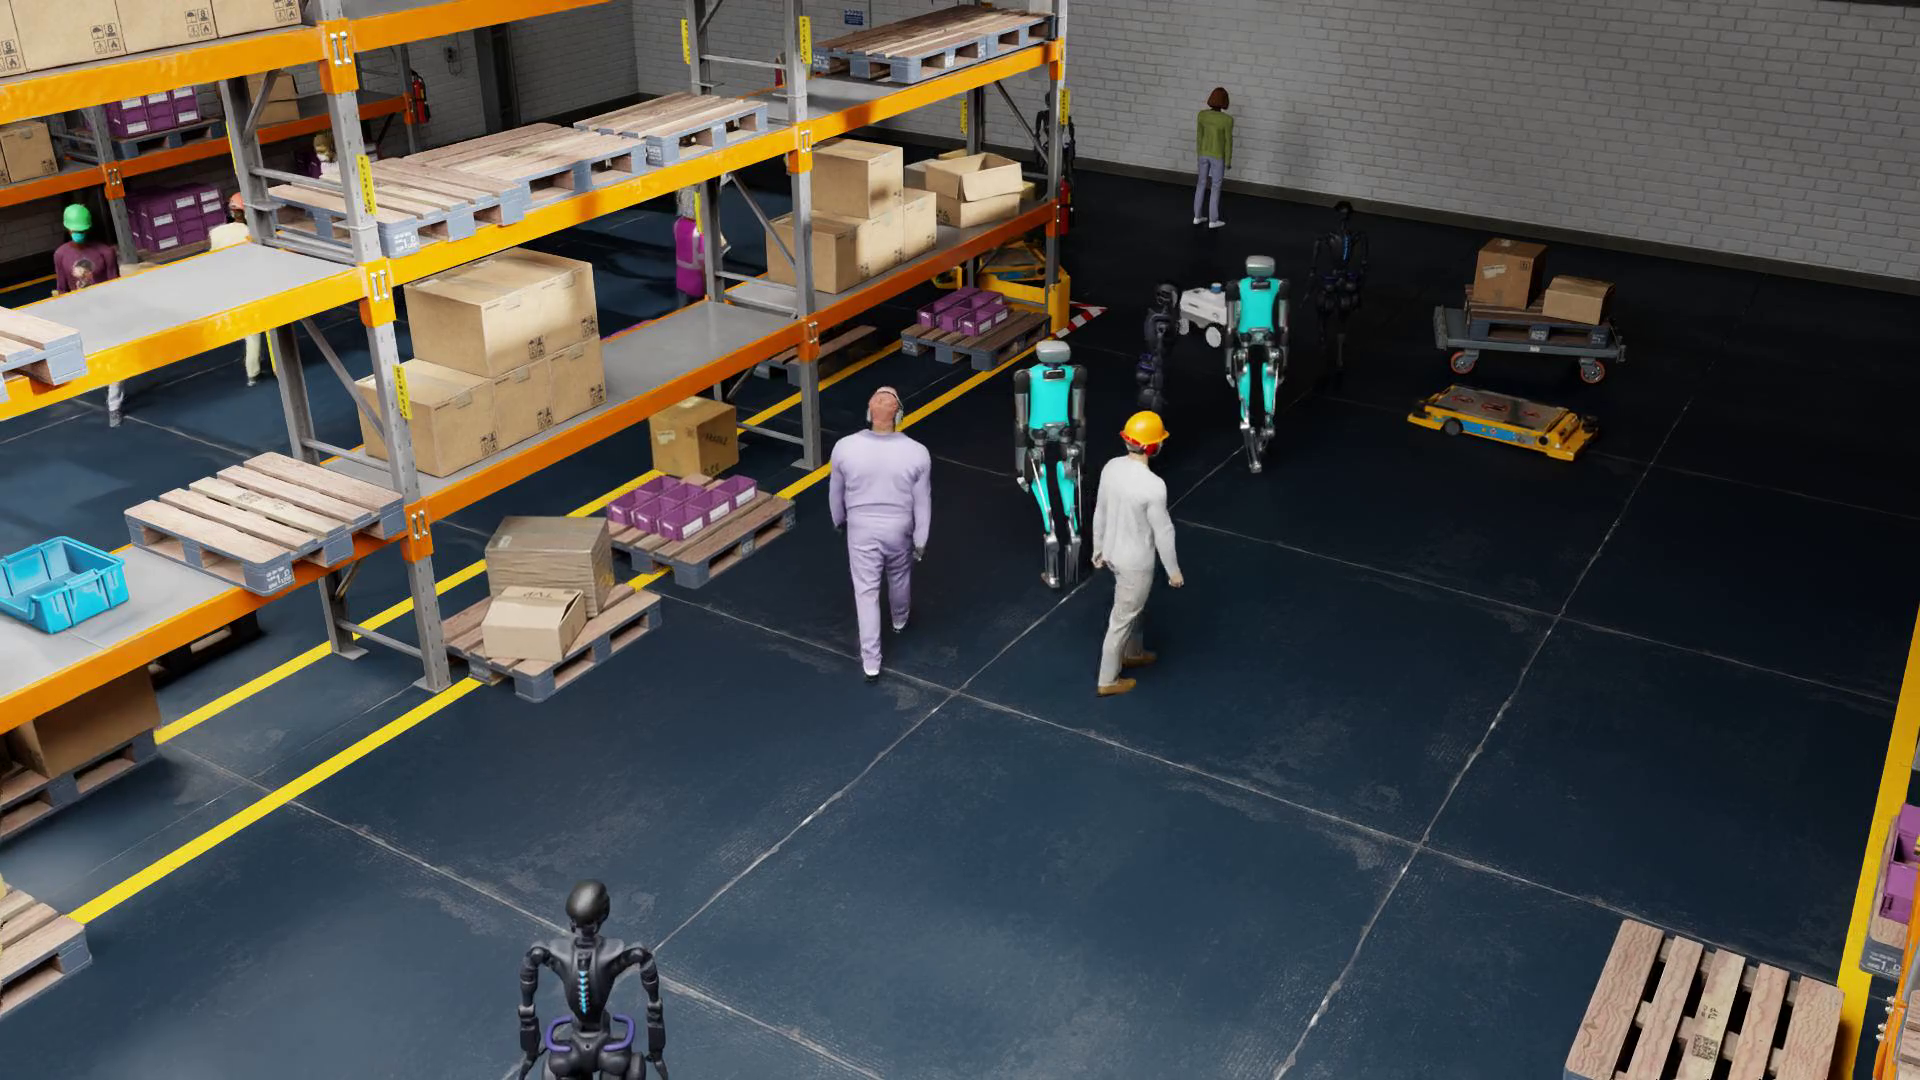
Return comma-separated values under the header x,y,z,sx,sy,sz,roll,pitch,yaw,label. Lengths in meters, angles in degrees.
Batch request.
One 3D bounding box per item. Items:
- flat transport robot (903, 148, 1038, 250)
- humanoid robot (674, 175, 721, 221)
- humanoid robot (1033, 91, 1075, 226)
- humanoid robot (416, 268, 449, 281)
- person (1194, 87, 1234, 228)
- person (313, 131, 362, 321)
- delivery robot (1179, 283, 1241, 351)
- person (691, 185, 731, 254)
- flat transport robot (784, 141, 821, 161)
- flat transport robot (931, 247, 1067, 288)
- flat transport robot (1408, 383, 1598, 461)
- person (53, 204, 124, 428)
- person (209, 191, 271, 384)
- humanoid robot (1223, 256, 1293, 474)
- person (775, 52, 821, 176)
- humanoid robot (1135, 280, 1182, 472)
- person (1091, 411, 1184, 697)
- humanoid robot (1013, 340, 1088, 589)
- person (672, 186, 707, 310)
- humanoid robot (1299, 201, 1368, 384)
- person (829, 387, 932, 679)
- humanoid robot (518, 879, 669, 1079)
x,y,z,sx,sy,sz,roll,pitch,yaw,label
0.141,-3.520,19.135,1.431,0.231,0.659,22,34,36,flat transport robot
-2.835,-3.476,17.487,0.539,1.829,0.741,8,28,15,humanoid robot
1.139,-4.444,19.411,0.587,1.635,0.445,18,32,31,humanoid robot
-5.251,-2.879,16.299,0.599,1.657,0.315,10,29,19,humanoid robot
2.981,-4.497,19.560,0.492,1.624,0.280,21,34,35,person
-6.079,-3.123,16.545,0.548,1.902,0.651,-23,35,-37,person
2.495,-2.195,16.219,0.499,0.606,0.807,-19,33,-33,delivery robot
-2.819,-3.814,18.079,0.471,1.736,0.592,1,27,2,person
-1.597,-5.135,22.316,1.431,0.231,0.659,16,31,29,flat transport robot
0.386,-2.940,17.991,1.431,0.231,0.659,-6,27,-11,flat transport robot
4.637,-1.021,14.209,1.431,0.231,0.659,18,32,31,flat transport robot
-7.385,-1.949,14.211,0.530,1.927,0.624,-7,28,-14,person
-6.451,-2.323,15.166,0.573,1.716,0.673,7,28,13,person
2.365,-1.335,13.193,0.530,1.742,0.960,0,27,0,humanoid robot
-2.084,-5.669,21.646,0.623,1.838,0.431,-4,27,-8,person
1.471,-1.251,13.114,0.469,1.648,0.614,4,27,8,humanoid robot
1.134,0.080,10.271,0.732,1.870,0.563,-14,30,-26,person
0.684,-0.388,11.459,0.544,1.875,0.766,-8,28,-15,humanoid robot
-2.336,-2.352,15.148,0.518,1.791,1.005,19,32,32,person
3.399,-2.247,15.076,0.602,1.650,0.345,-4,27,-8,humanoid robot
-0.505,-0.094,10.631,0.649,1.856,0.984,0,27,-1,person
-1.479,2.023,6.681,0.613,1.634,0.693,-2,27,-5,humanoid robot
